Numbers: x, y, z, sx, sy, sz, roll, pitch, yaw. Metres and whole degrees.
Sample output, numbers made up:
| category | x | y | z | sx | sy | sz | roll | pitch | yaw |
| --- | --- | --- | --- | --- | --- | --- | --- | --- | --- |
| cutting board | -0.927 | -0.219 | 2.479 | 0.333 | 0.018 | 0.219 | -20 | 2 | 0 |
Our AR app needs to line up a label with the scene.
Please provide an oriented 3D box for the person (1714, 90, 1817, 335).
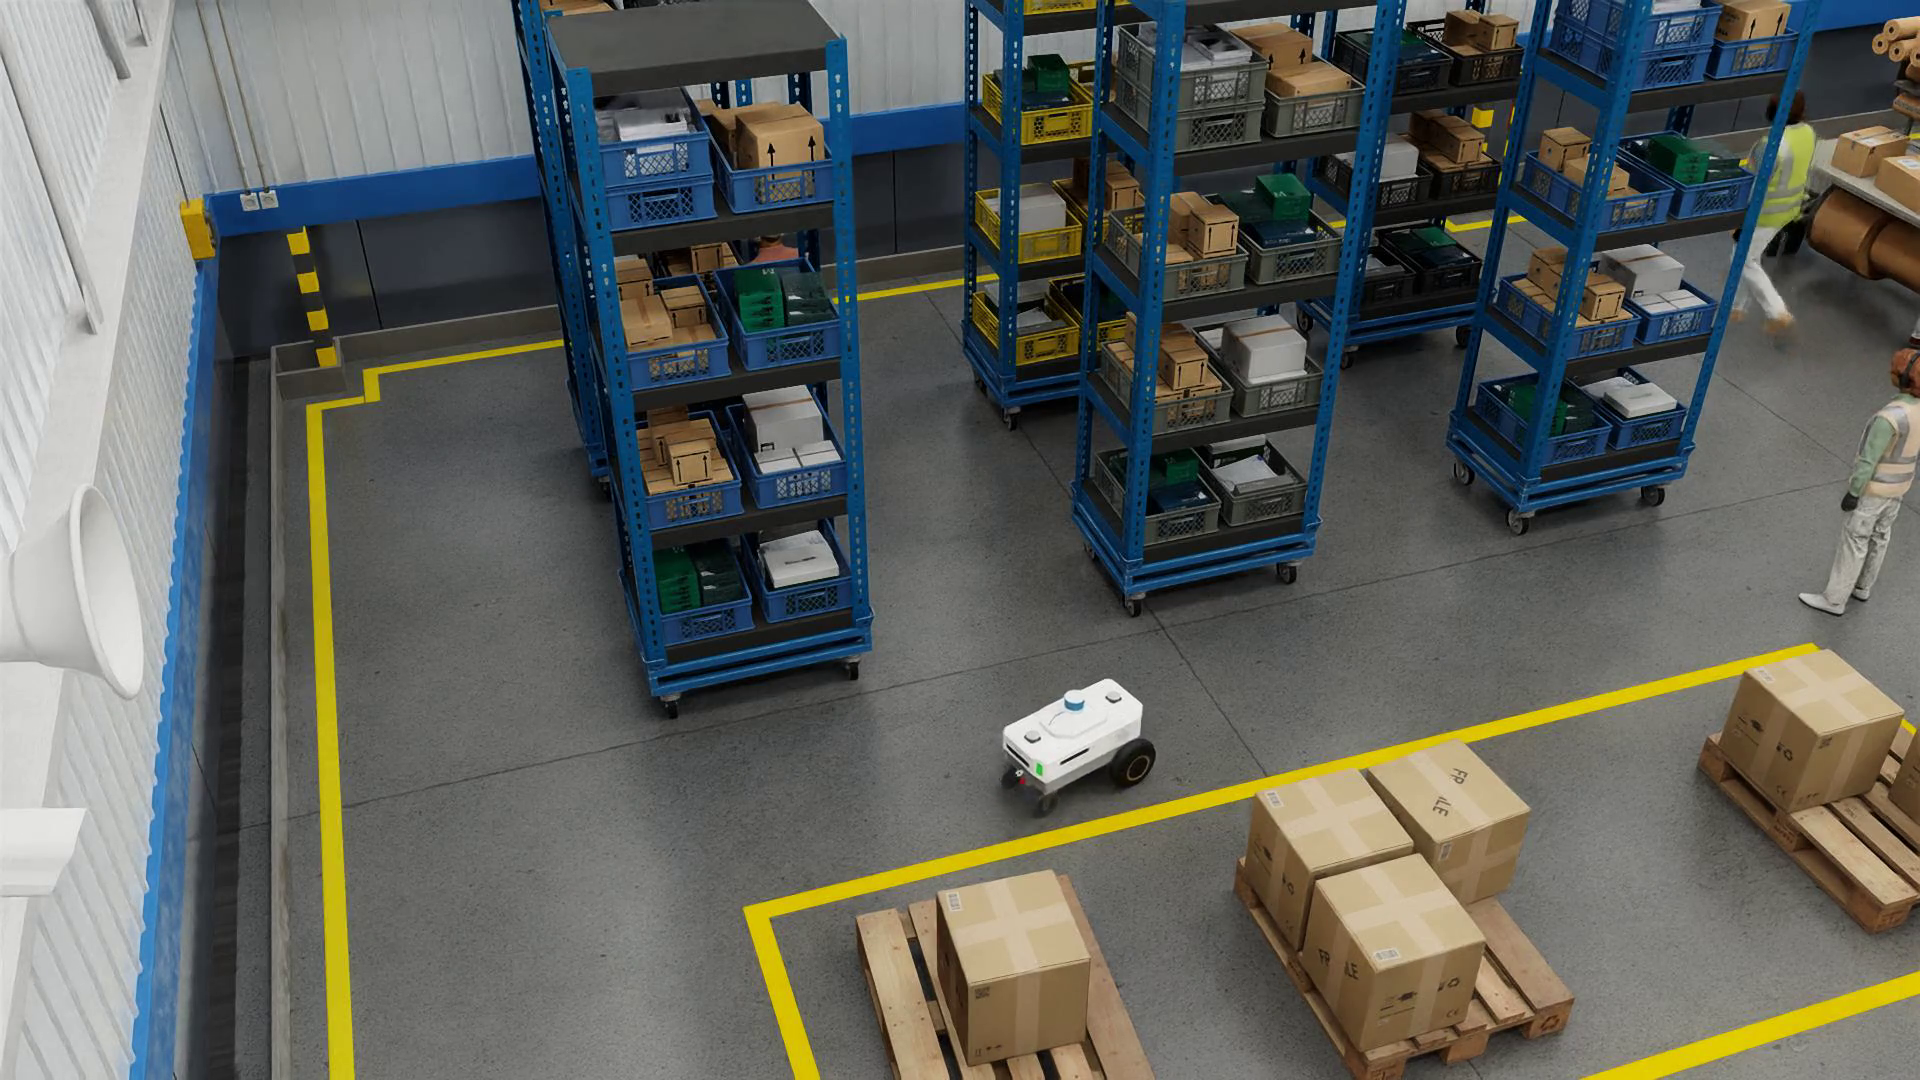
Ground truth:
| category | x | y | z | sx | sy | sz | roll | pitch | yaw |
| --- | --- | --- | --- | --- | --- | --- | --- | --- | --- |
| person | 5.898 | -2.332 | 12.008 | 0.647 | 1.822 | 0.661 | -27 | 43 | -33 |

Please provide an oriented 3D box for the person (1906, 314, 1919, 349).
| category | x | y | z | sx | sy | sz | roll | pitch | yaw |
| --- | --- | --- | --- | --- | --- | --- | --- | --- | --- |
| person | 7.133 | -2.115 | 11.608 | 0.372 | 1.930 | 0.628 | 4 | 35 | 6 |

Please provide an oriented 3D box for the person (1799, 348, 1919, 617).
| category | x | y | z | sx | sy | sz | roll | pitch | yaw |
| --- | --- | --- | --- | --- | --- | --- | --- | --- | --- |
| person | 5.135 | -0.314 | 9.305 | 0.518 | 1.632 | 0.317 | -22 | 41 | -28 |

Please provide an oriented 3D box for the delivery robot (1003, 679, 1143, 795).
| category | x | y | z | sx | sy | sz | roll | pitch | yaw |
| --- | --- | --- | --- | --- | --- | --- | --- | --- | --- |
| delivery robot | 0.564 | 0.967 | 8.337 | 0.707 | 0.478 | 0.477 | -22 | 41 | -28 |

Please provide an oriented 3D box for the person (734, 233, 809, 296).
| category | x | y | z | sx | sy | sz | roll | pitch | yaw |
| --- | --- | --- | --- | --- | --- | --- | --- | --- | --- |
| person | -1.132 | -1.177 | 10.234 | 0.625 | 1.980 | 0.411 | -27 | 43 | -33 |
